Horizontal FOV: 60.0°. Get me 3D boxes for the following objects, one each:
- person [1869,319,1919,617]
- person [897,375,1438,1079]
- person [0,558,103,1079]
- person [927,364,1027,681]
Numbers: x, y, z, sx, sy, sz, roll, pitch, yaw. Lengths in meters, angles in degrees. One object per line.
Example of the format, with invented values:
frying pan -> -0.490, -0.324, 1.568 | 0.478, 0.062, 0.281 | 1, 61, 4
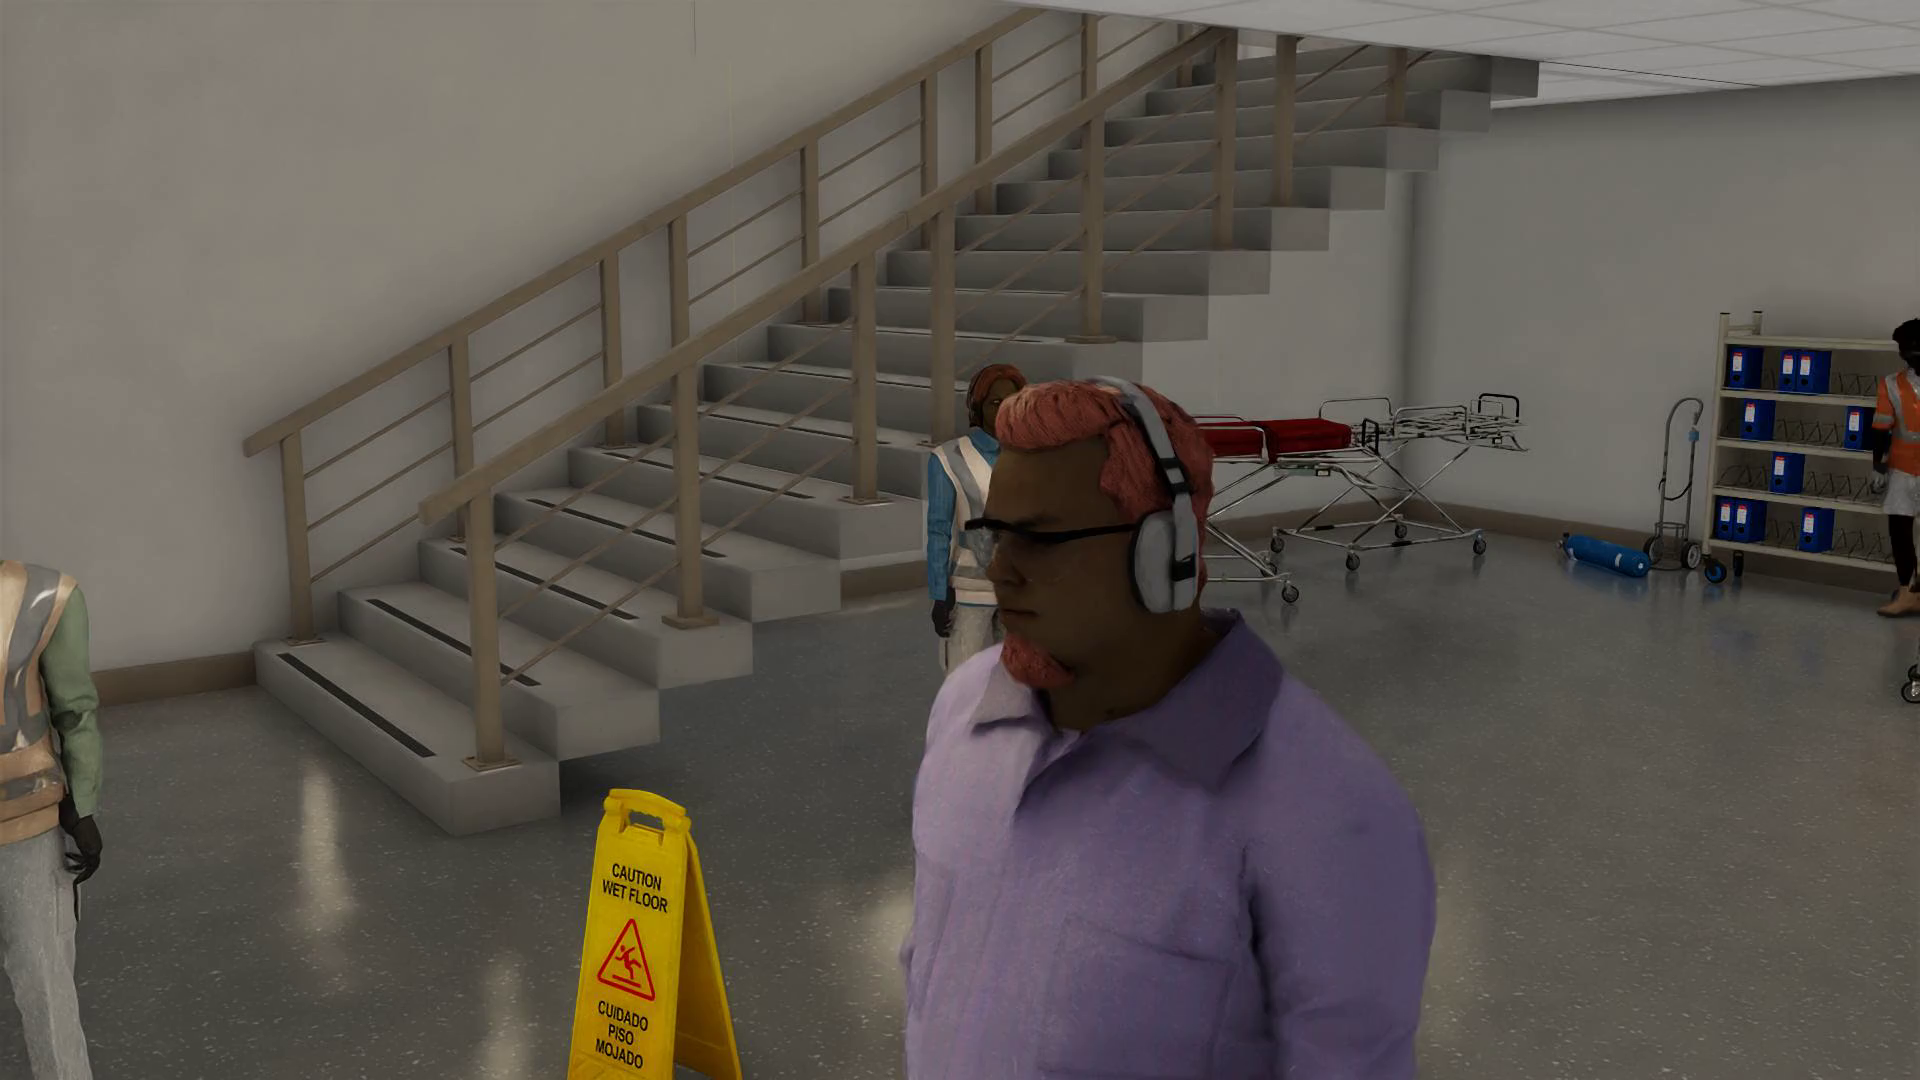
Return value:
person -> 5.339, -0.382, 9.142 | 0.611, 1.658, 0.406 | 7, 12, 36
person -> 0.140, 0.780, 1.743 | 0.403, 1.905, 0.651 | -9, 13, -41
person -> -2.069, 0.611, 3.482 | 0.514, 1.641, 0.308 | -4, 11, -24
person -> 0.118, 0.204, 5.822 | 0.513, 1.641, 0.307 | -5, 11, -25
